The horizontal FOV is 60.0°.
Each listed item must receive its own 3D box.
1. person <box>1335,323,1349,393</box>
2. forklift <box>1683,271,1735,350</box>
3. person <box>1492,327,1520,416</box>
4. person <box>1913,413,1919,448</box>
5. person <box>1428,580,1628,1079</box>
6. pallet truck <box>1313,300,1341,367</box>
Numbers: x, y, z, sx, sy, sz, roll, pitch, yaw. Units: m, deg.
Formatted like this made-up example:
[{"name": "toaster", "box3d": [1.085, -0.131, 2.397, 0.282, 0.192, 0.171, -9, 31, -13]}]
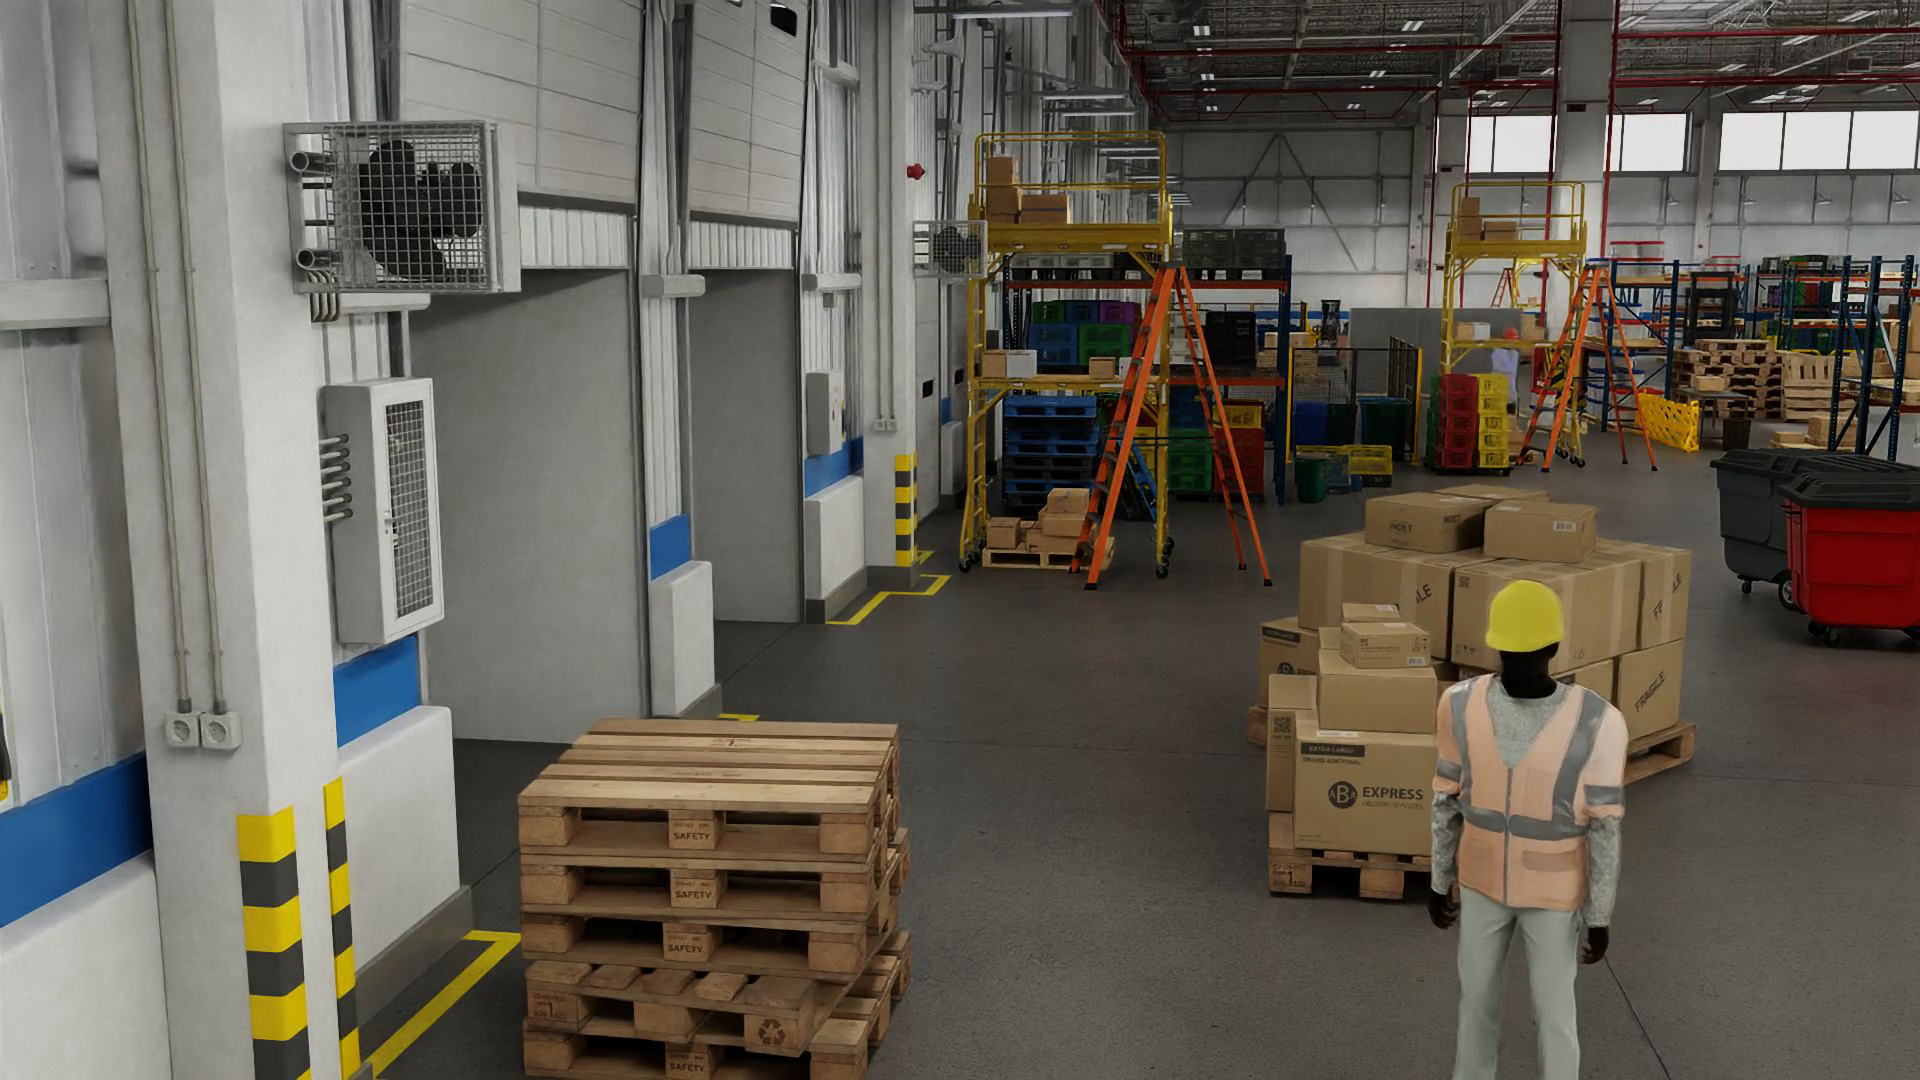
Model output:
[{"name": "person", "box3d": [8.993, -4.221, 38.583, 0.541, 1.651, 0.873, 4, 10, 25]}, {"name": "forklift", "box3d": [17.391, -4.840, 38.619, 1.129, 2.768, 1.873, 4, 10, 24]}, {"name": "person", "box3d": [9.060, -2.602, 27.803, 0.549, 1.915, 0.846, -4, 10, -21]}, {"name": "person", "box3d": [15.608, -2.343, 26.736, 0.320, 1.739, 0.485, 9, 13, 44]}, {"name": "person", "box3d": [1.733, 1.065, 5.165, 0.588, 1.919, 0.396, 7, 12, 37]}, {"name": "pallet truck", "box3d": [11.159, -6.200, 49.718, 0.823, 1.965, 1.885, 4, 10, 26]}]
